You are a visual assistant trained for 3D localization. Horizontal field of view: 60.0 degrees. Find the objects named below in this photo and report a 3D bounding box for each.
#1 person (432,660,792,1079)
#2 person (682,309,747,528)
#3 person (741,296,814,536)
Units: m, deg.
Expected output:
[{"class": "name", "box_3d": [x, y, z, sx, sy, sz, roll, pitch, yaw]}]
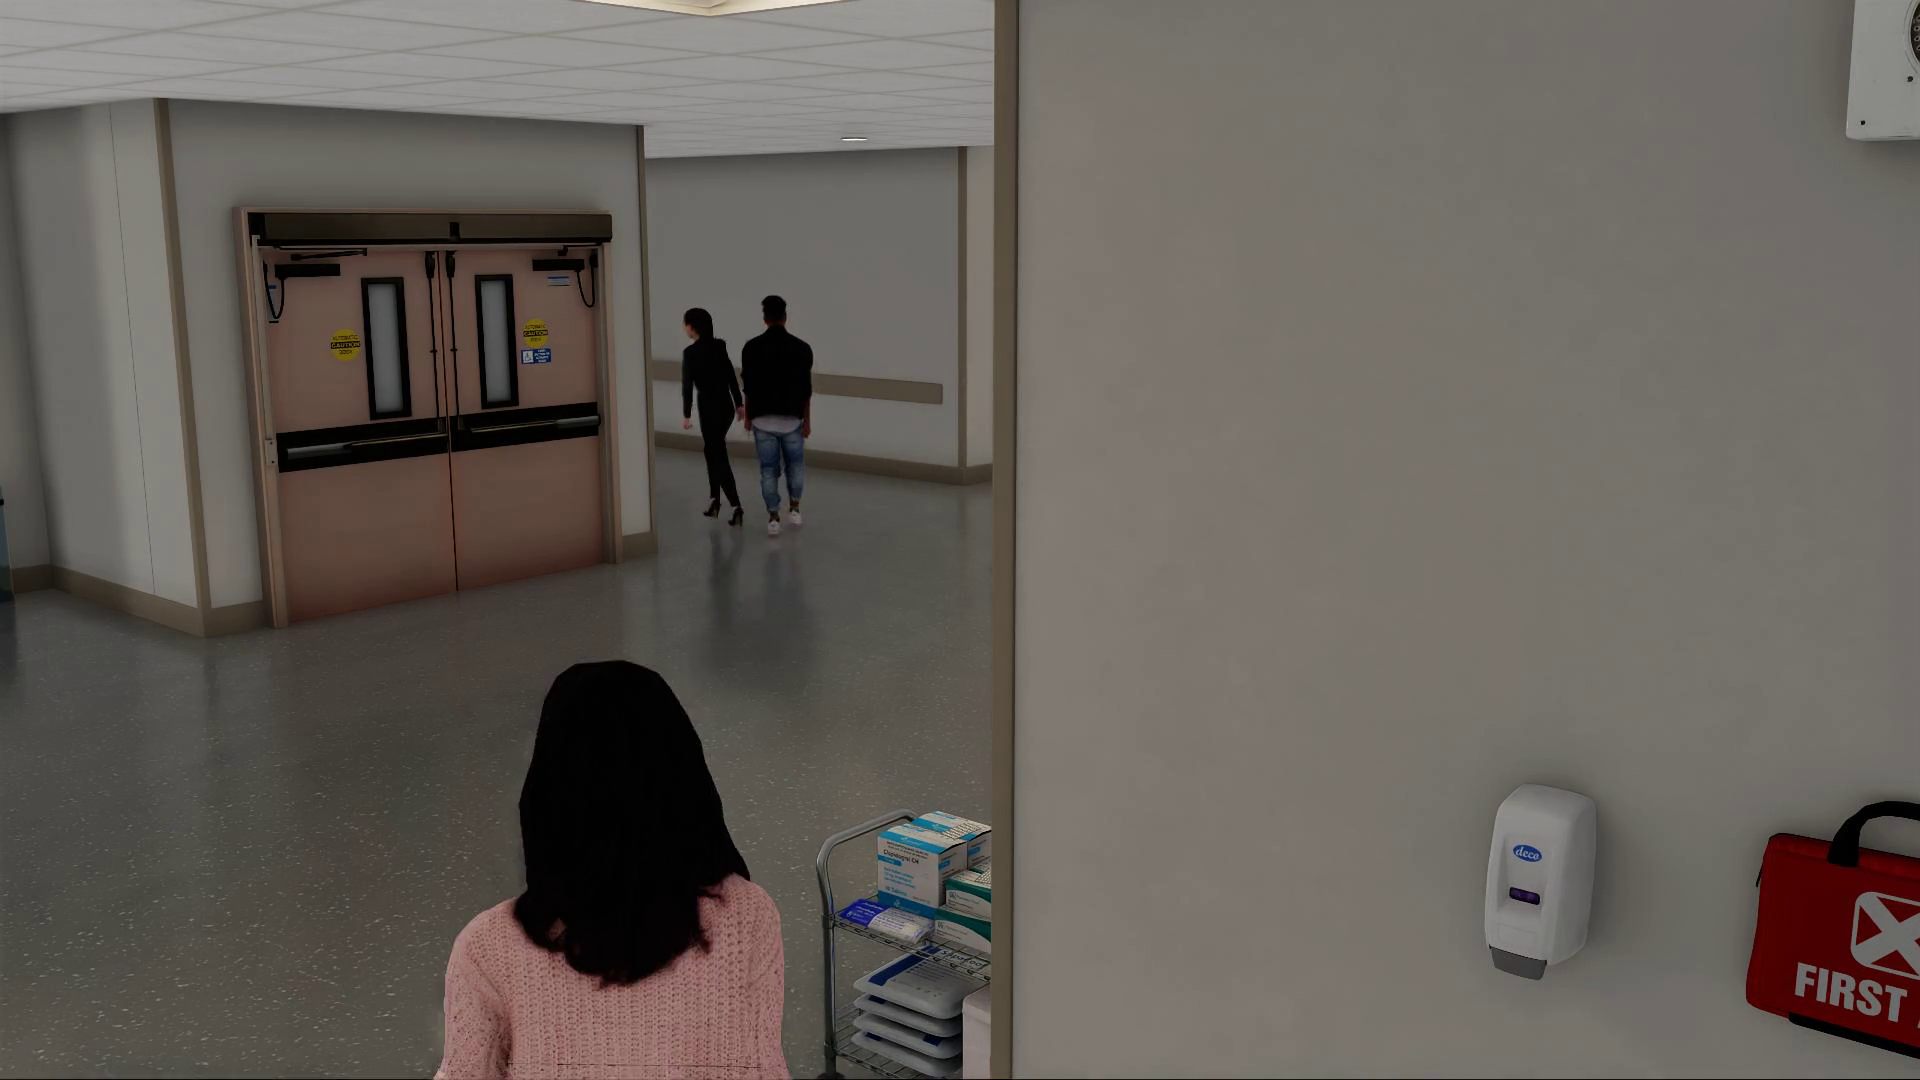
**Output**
[{"class": "person", "box_3d": [-0.440, 1.062, 2.199, 1.191, 1.721, 1.172, -2, 11, -12]}, {"class": "person", "box_3d": [-1.831, -0.920, 12.803, 0.652, 1.662, 0.702, 10, 15, 43]}, {"class": "person", "box_3d": [-1.375, -0.919, 12.486, 0.900, 1.779, 0.960, -1, 11, -7]}]
